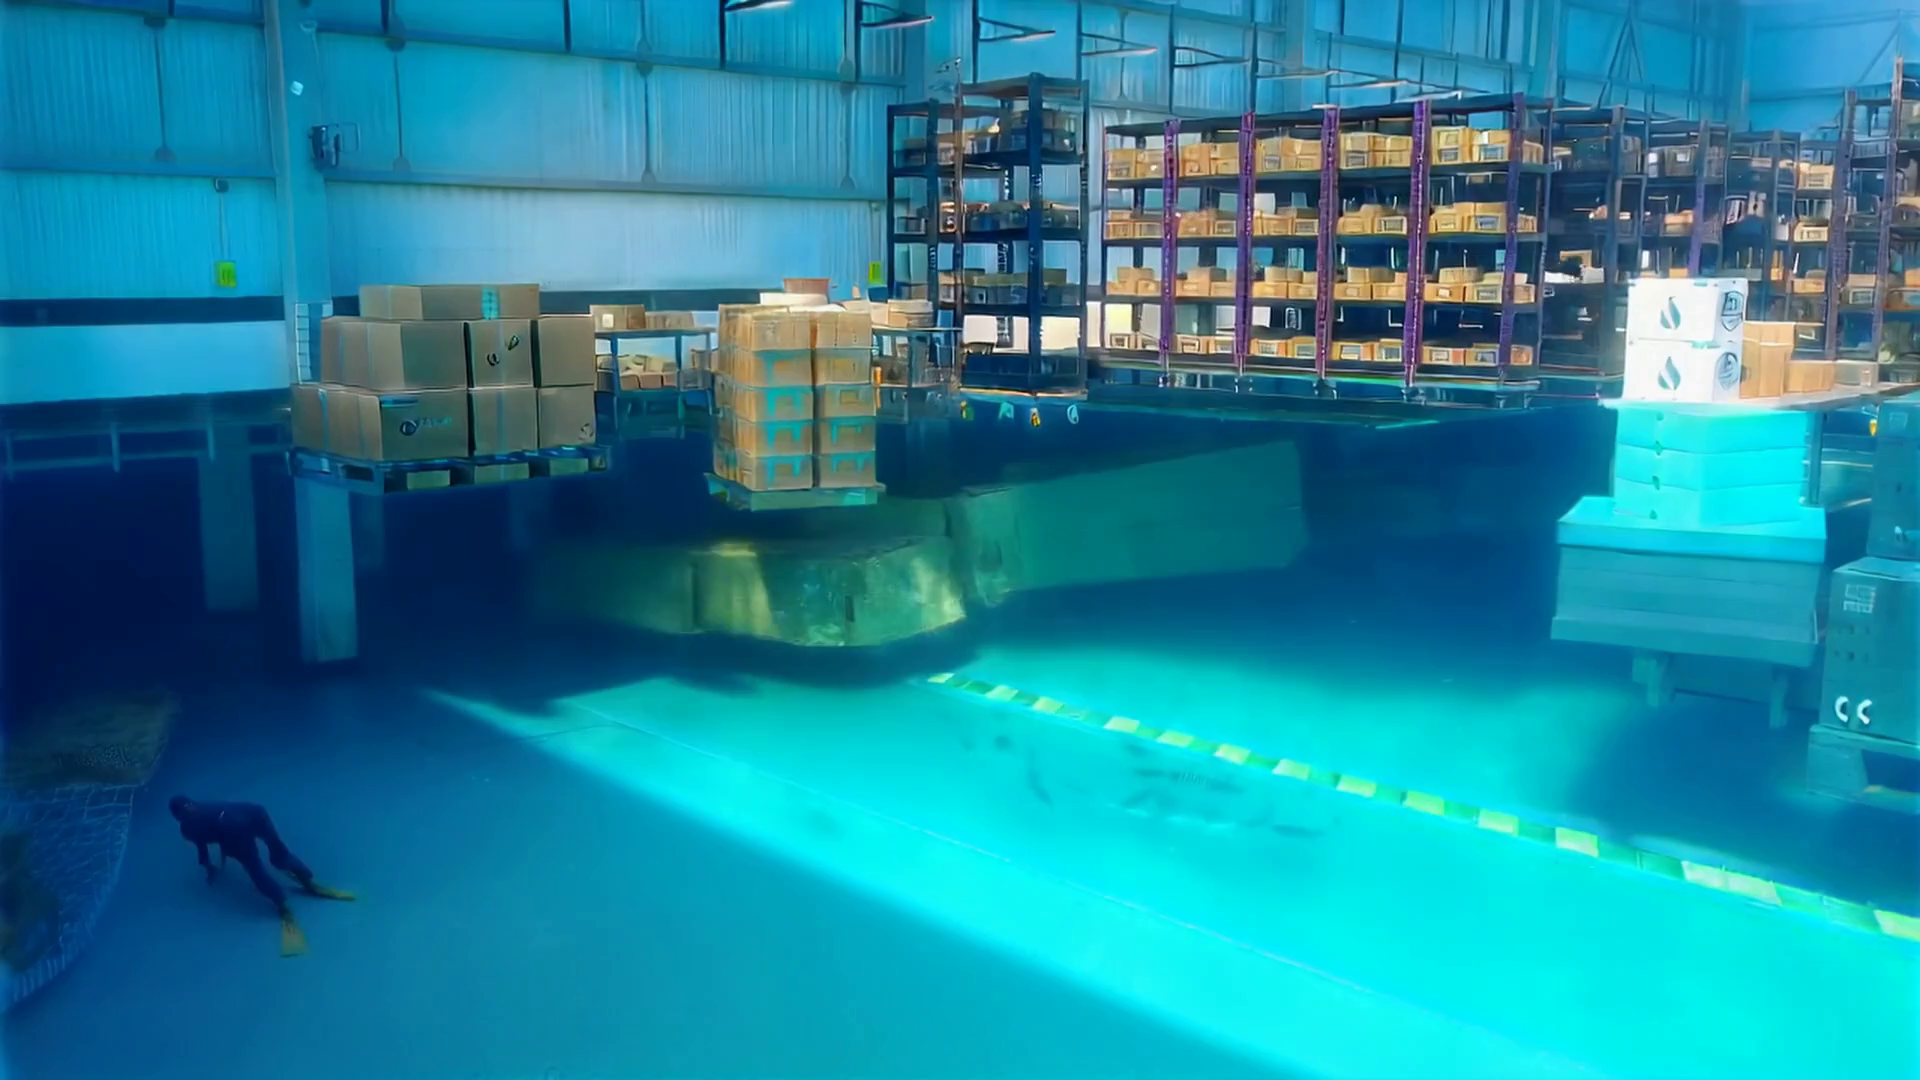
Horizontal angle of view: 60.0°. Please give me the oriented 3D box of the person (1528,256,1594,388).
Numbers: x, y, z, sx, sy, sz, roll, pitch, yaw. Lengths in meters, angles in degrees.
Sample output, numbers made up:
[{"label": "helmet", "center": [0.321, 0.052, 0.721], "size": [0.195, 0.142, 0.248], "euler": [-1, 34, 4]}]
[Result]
[{"label": "person", "center": [8.327, -3.012, 22.954], "size": [0.958, 1.807, 0.583], "euler": [8, 12, 39]}]
